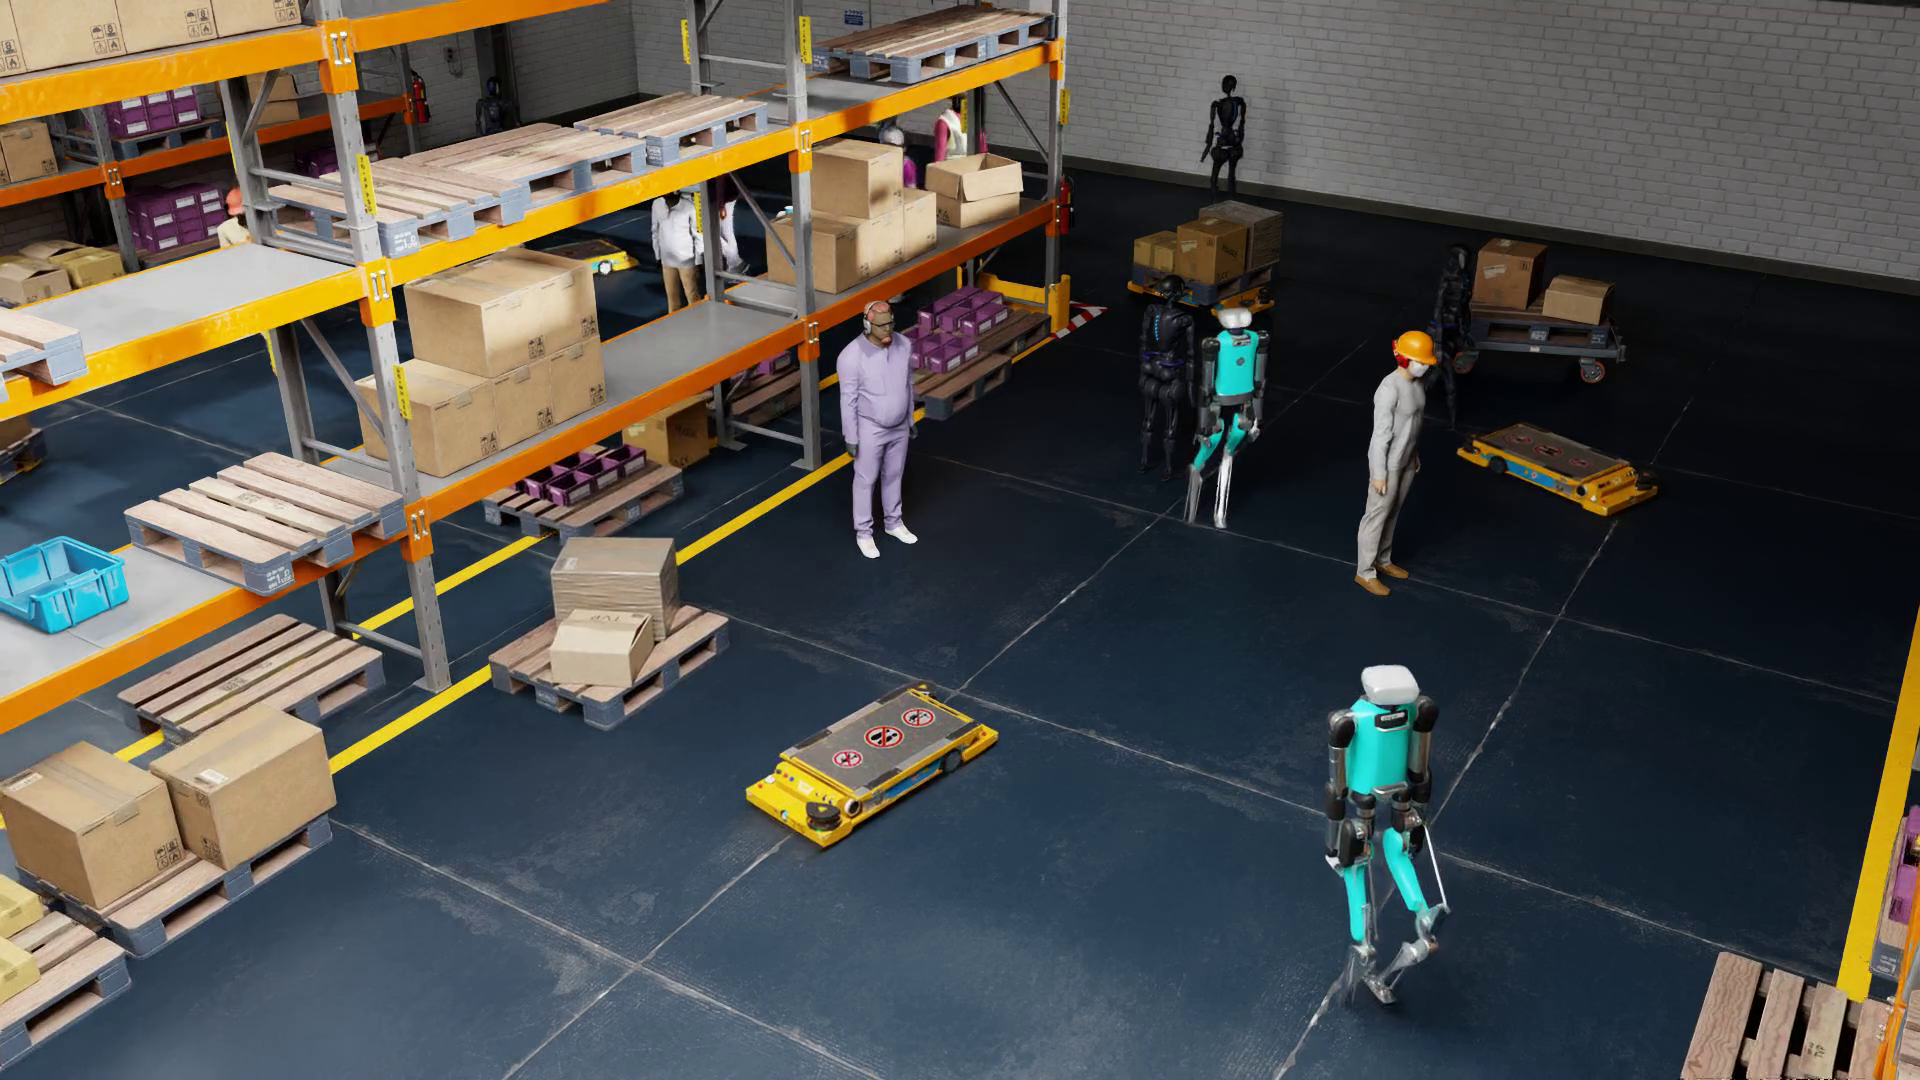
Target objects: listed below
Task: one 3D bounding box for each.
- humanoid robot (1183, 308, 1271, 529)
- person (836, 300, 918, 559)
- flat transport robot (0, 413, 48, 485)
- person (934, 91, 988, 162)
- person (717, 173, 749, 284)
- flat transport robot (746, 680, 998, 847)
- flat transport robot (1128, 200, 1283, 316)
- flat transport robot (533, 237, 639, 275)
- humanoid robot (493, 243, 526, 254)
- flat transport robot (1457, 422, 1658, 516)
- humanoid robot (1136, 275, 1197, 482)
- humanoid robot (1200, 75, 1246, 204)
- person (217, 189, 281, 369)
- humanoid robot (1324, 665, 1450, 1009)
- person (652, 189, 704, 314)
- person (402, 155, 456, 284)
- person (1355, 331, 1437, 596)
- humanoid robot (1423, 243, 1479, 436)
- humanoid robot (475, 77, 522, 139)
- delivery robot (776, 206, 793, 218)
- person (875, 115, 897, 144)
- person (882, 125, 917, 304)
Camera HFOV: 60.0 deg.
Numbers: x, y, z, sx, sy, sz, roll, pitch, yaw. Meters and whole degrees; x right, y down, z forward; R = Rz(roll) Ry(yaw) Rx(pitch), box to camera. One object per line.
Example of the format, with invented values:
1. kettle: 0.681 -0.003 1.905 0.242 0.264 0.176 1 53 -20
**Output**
1. humanoid robot: 1.931 -0.904 12.416 0.543 1.838 0.653 -8 28 -16
2. person: -0.561 -0.809 11.984 0.650 1.907 0.413 -22 34 -36
3. flat transport robot: -7.964 -0.422 13.029 0.659 0.231 1.431 4 27 8
4. person: 0.055 -4.244 18.881 0.997 1.784 0.621 21 34 36
5. person: -2.524 -3.617 17.504 0.452 1.934 0.542 1 27 3
6. flat transport robot: -0.493 1.273 9.689 0.659 0.231 1.431 23 35 37
7. flat transport robot: 2.504 -2.601 17.323 0.659 0.231 1.431 -24 35 -38
8. flat transport robot: -4.302 -3.012 18.132 1.431 0.231 0.659 -20 33 -34
9. humanoid robot: -3.652 -1.524 13.573 0.548 1.730 0.984 5 27 11
10. flat transport robot: 4.787 -0.594 13.369 0.659 0.231 1.431 -18 32 -31
11. humanoid robot: 1.621 -1.297 13.183 0.315 1.657 0.599 -22 34 -36
12. humanoid robot: 3.211 -4.747 20.012 0.603 1.643 0.414 -15 31 -27
13. person: -6.518 -2.467 15.476 0.595 1.693 0.916 -7 28 -13
14. humanoid robot: 1.998 1.521 7.663 0.538 1.855 0.745 -8 28 -15
15. person: -2.696 -2.680 15.849 0.564 1.739 0.347 13 30 24
16. person: -5.051 -2.675 15.694 0.633 1.878 1.003 -4 27 -9
17. person: 3.012 -0.547 11.489 0.371 1.890 0.563 20 33 34
18. humanoid robot: 4.124 -1.735 14.131 0.768 1.650 0.601 22 34 36
19. humanoid robot: -5.565 -4.771 20.084 0.600 1.627 0.680 0 27 0
20. delivery robot: -1.900 -3.447 18.678 0.499 0.598 0.802 -1 27 -2
21. person: -0.947 -5.336 21.203 0.272 1.631 0.508 10 28 18
22. person: -0.675 -3.321 17.010 0.406 1.832 0.547 -23 35 -38
